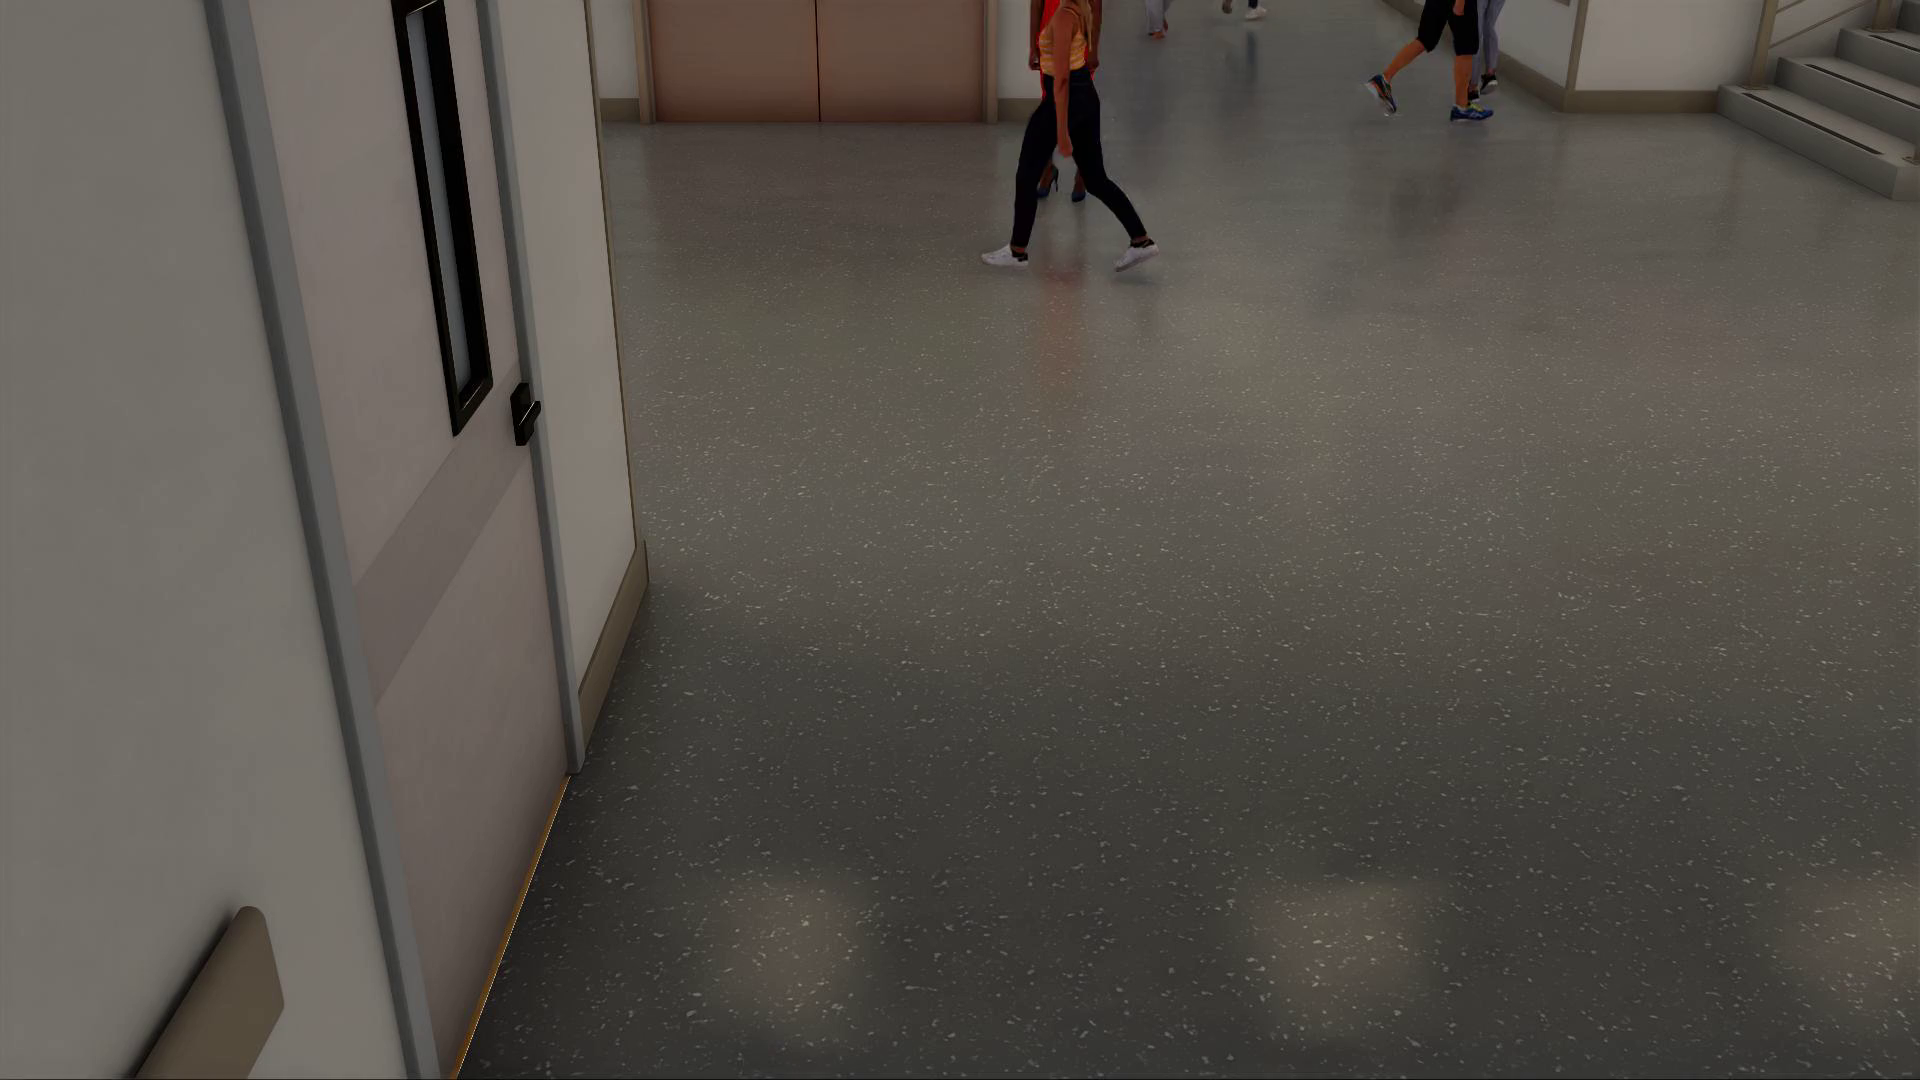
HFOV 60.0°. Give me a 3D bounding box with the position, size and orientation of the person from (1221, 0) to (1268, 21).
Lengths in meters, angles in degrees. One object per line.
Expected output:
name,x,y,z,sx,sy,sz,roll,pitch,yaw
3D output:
person,2.804,-5.920,15.899,0.993,1.820,1.016,15,30,29

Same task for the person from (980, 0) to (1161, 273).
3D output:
person,0.611,-2.059,8.155,1.204,1.592,0.862,10,27,19

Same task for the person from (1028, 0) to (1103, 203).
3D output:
person,0.622,-2.857,9.636,0.561,1.744,0.698,11,28,21

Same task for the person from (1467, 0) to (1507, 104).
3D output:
person,3.917,-4.080,12.198,0.607,1.721,0.678,-5,26,-11

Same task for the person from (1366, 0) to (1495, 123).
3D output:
person,3.331,-3.827,11.531,1.175,1.845,0.754,-4,26,-8
